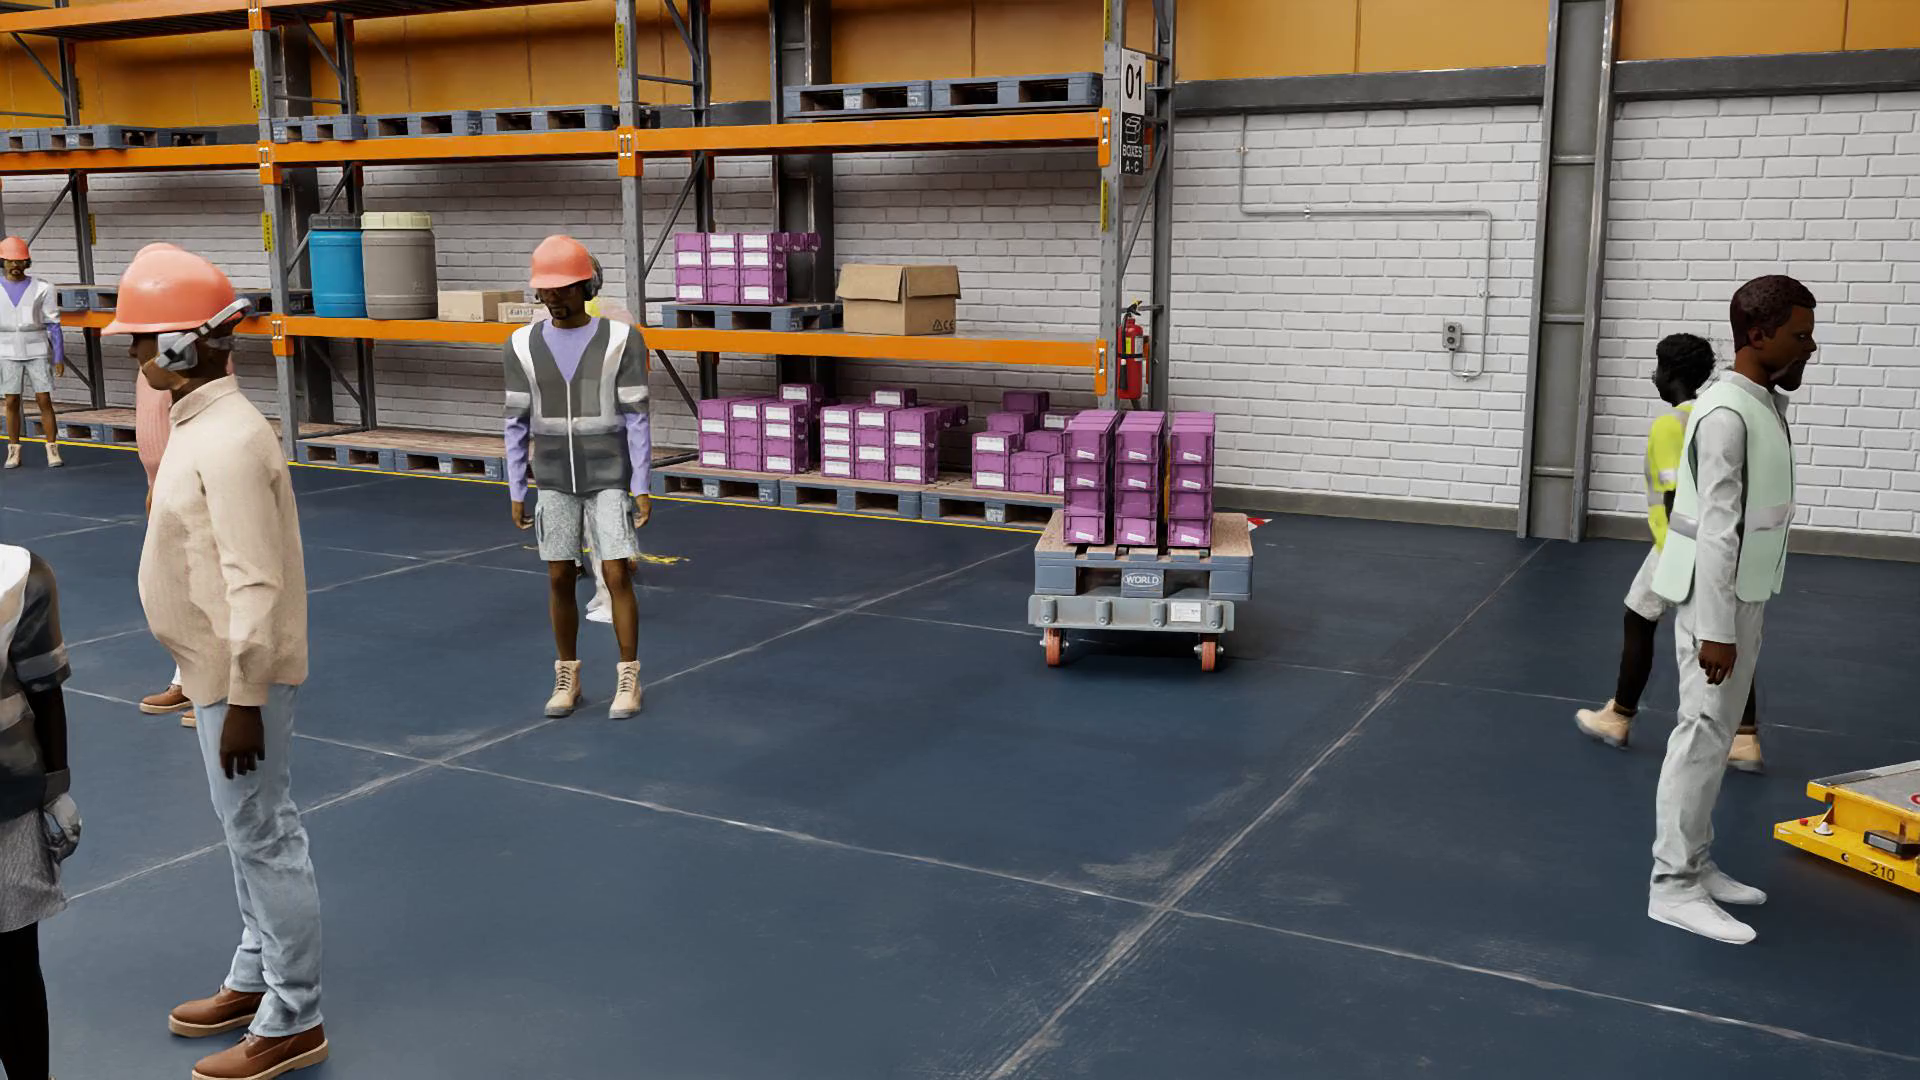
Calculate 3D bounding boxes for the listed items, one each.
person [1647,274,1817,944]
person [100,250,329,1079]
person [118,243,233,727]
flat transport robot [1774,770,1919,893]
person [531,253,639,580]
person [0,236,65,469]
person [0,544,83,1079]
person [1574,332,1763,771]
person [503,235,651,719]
[{"bbox_3d":[2.235,0.201,4.878,0.373,1.891,0.597,6,12,31],"label":"person"},{"bbox_3d":[-1.765,0.314,3.987,0.392,1.991,0.613,-6,12,-29],"label":"person"},{"bbox_3d":[-3.224,-0.224,6.923,0.609,1.996,0.379,8,13,38],"label":"person"},{"bbox_3d":[3.467,0.903,5.478,1.431,0.197,0.652,-5,11,-24],"label":"flat transport robot"},{"bbox_3d":[-2.184,-0.715,9.792,0.627,1.933,0.371,0,10,0],"label":"person"},{"bbox_3d":[-8.170,-1.621,14.517,0.622,2.030,0.449,-4,11,-21],"label":"person"},{"bbox_3d":[-2.100,0.565,3.416,0.540,1.695,0.317,-7,12,-32],"label":"person"},{"bbox_3d":[2.788,0.033,6.420,0.554,1.647,0.816,-8,13,-36],"label":"person"},{"bbox_3d":[-1.603,-0.248,6.974,0.612,2.029,0.409,0,10,1],"label":"person"}]
